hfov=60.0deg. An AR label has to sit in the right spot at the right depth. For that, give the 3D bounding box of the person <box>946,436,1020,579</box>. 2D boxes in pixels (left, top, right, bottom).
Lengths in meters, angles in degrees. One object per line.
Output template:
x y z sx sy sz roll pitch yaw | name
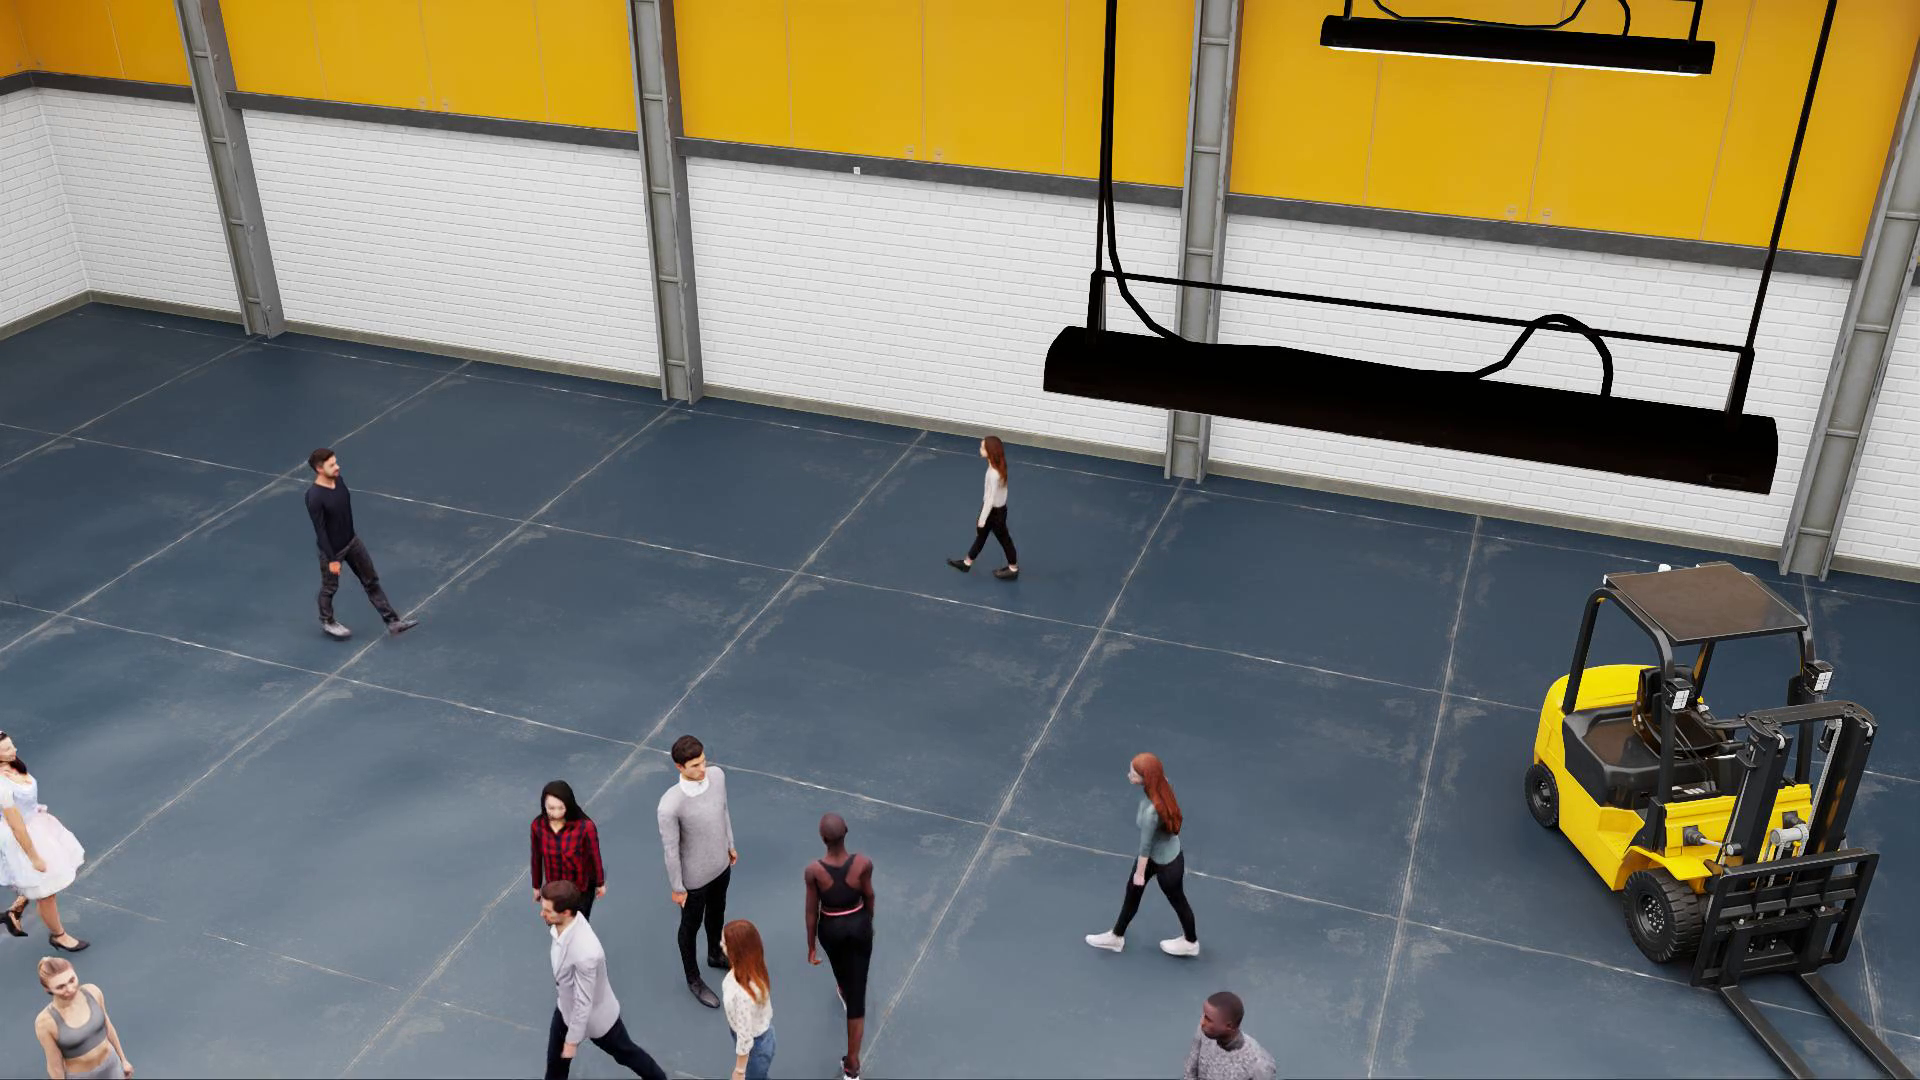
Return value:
0.404 -0.271 15.381 0.988 1.458 0.762 1 29 1 | person

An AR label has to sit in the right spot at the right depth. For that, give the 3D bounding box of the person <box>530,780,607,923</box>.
-2.475 2.157 10.737 0.558 1.642 0.702 5 29 10 | person

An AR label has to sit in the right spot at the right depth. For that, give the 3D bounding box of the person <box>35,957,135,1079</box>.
-4.799 2.969 9.185 0.540 1.702 0.592 14 31 23 | person

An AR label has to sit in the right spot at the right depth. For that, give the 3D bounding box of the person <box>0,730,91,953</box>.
-6.149 2.016 10.824 1.011 1.806 0.916 -7 29 -13 | person

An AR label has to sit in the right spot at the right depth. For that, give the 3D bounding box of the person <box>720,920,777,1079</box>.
-1.143 2.838 9.403 0.642 1.725 0.656 -3 29 -5 | person

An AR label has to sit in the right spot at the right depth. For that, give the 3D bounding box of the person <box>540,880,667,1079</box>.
-2.053 2.696 9.596 1.185 1.788 1.247 -19 34 -31 | person

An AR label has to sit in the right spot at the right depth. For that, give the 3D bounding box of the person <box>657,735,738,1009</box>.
-1.660 2.062 10.617 0.707 1.923 0.786 17 33 28 | person

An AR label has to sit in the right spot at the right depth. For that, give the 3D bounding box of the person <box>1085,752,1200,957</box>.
1.375 2.090 10.810 1.044 1.690 0.725 6 29 11 | person

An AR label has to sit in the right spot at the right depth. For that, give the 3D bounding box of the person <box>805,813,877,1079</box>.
-0.689 2.482 10.070 1.186 1.711 0.981 -3 29 -5 | person

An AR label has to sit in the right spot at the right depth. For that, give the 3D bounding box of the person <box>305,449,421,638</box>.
-5.458 0.064 14.377 1.167 1.831 0.694 8 30 15 | person

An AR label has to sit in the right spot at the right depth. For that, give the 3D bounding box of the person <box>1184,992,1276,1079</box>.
1.470 3.083 8.861 0.733 1.813 0.857 21 35 33 | person
